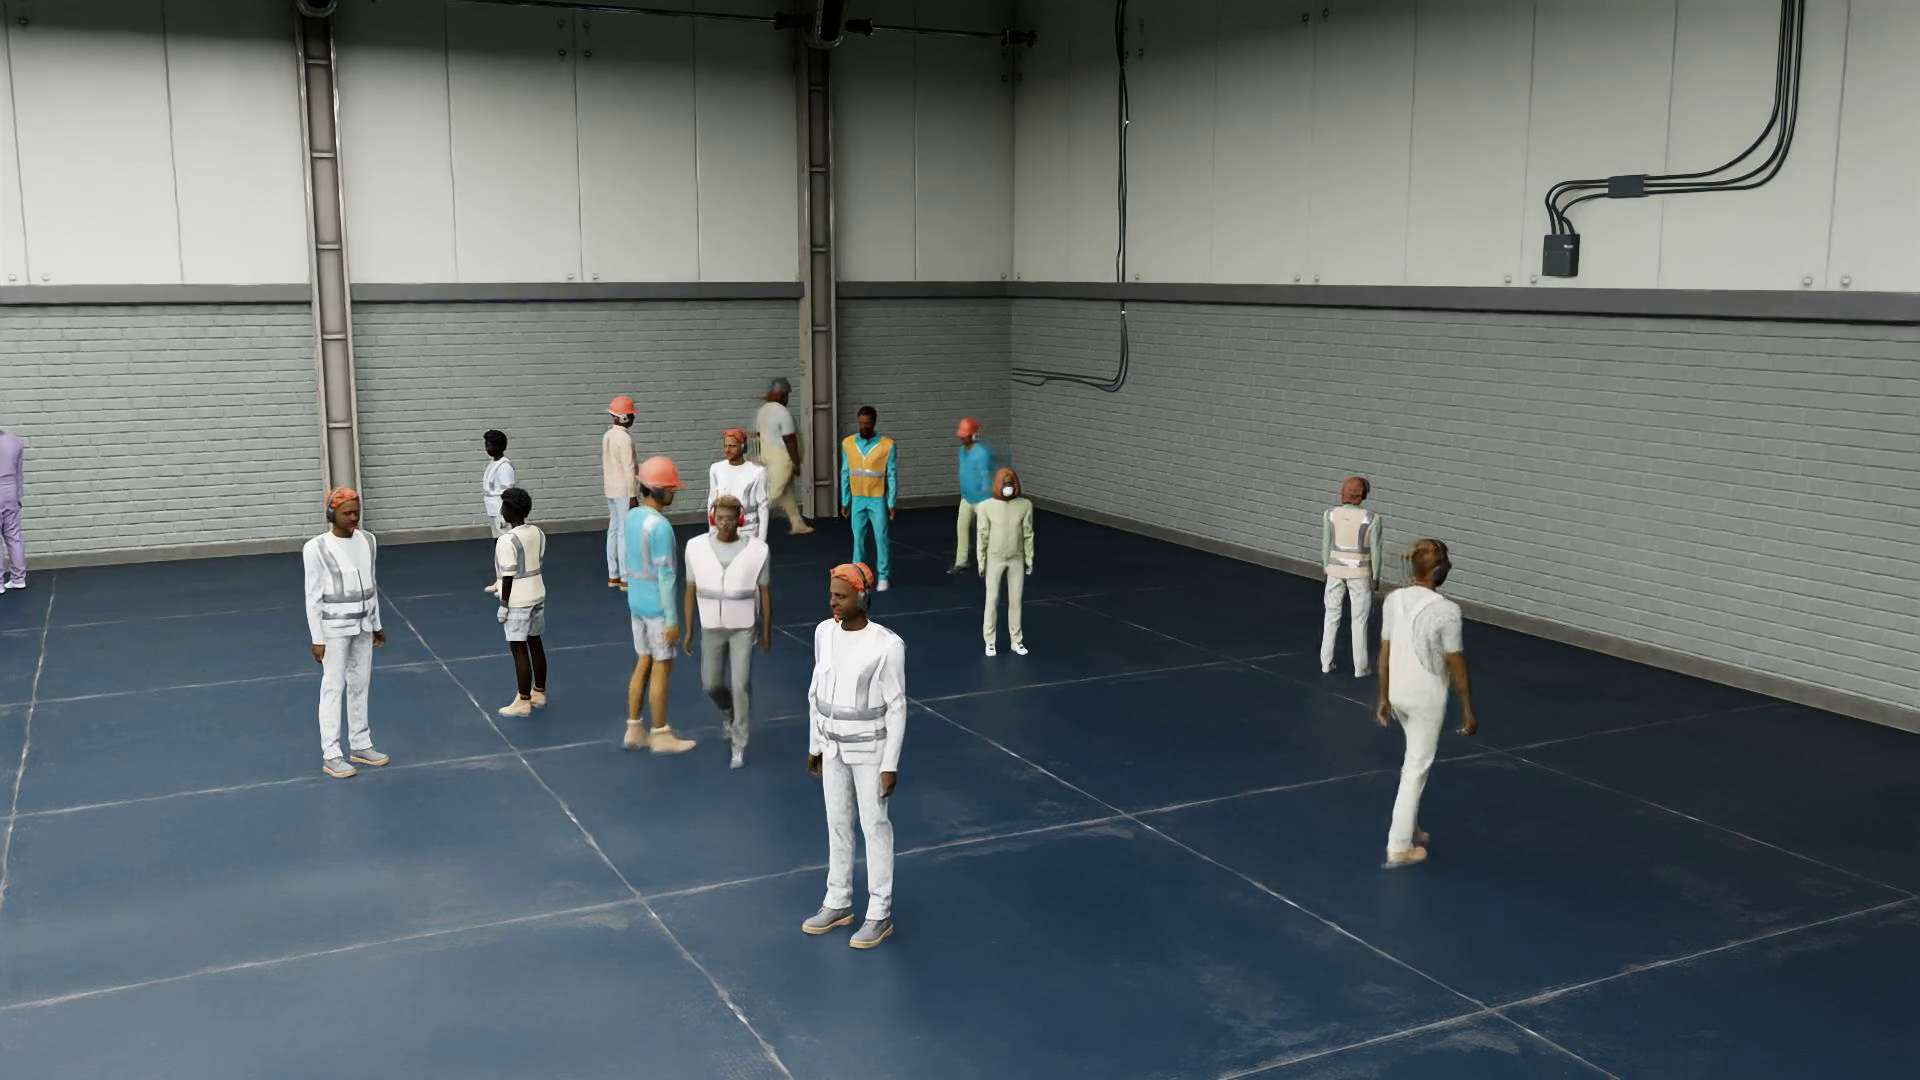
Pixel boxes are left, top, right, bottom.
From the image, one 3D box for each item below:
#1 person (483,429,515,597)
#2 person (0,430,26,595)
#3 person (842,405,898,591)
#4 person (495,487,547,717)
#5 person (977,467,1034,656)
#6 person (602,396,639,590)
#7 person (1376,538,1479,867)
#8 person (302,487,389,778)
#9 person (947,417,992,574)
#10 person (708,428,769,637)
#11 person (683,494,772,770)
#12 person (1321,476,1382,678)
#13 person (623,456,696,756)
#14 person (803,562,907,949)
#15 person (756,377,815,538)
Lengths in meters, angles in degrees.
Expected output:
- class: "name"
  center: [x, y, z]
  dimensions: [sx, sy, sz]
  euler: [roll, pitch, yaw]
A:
- class: "person"
  center: [-4.637, -0.274, 16.782]
  dimensions: [0.319, 1.694, 0.532]
  euler: [-6, 11, -31]
- class: "person"
  center: [-9.817, -0.396, 16.894]
  dimensions: [0.410, 1.905, 0.641]
  euler: [3, 10, 15]
- class: "person"
  center: [-0.923, -0.433, 17.078]
  dimensions: [0.590, 1.919, 0.383]
  euler: [3, 10, 17]
- class: "person"
  center: [-3.245, 0.454, 12.286]
  dimensions: [0.318, 1.699, 0.535]
  euler: [2, 9, 14]
- class: "person"
  center: [0.387, 0.186, 14.162]
  dimensions: [0.500, 1.626, 0.282]
  euler: [-2, 10, -14]
- class: "person"
  center: [-3.468, -0.483, 17.142]
  dimensions: [0.381, 1.996, 0.608]
  euler: [-6, 11, -33]
- class: "person"
  center: [2.595, 0.897, 9.189]
  dimensions: [0.624, 1.824, 0.524]
  euler: [-5, 11, -29]
- class: "person"
  center: [-4.009, 0.589, 10.878]
  dimensions: [0.337, 1.882, 0.583]
  euler: [4, 10, 26]
- class: "person"
  center: [0.234, -0.495, 18.085]
  dimensions: [0.788, 1.715, 0.588]
  euler: [-7, 11, -35]
- class: "person"
  center: [-1.987, -0.056, 14.864]
  dimensions: [0.574, 1.882, 0.361]
  euler: [3, 10, 20]
- class: "person"
  center: [-1.541, 0.577, 11.125]
  dimensions: [0.596, 1.828, 0.626]
  euler: [0, 9, 1]
- class: "person"
  center: [3.156, 0.298, 13.466]
  dimensions: [0.511, 1.630, 0.315]
  euler: [6, 11, 35]
- class: "person"
  center: [-2.057, 0.446, 11.299]
  dimensions: [0.418, 2.043, 0.615]
  euler: [-6, 11, -32]
- class: "person"
  center: [-0.520, 1.039, 8.114]
  dimensions: [0.573, 1.883, 0.354]
  euler: [7, 12, 38]
- class: "person"
  center: [-2.261, -1.040, 20.438]
  dimensions: [1.013, 2.000, 0.684]
  euler: [-5, 11, -29]
